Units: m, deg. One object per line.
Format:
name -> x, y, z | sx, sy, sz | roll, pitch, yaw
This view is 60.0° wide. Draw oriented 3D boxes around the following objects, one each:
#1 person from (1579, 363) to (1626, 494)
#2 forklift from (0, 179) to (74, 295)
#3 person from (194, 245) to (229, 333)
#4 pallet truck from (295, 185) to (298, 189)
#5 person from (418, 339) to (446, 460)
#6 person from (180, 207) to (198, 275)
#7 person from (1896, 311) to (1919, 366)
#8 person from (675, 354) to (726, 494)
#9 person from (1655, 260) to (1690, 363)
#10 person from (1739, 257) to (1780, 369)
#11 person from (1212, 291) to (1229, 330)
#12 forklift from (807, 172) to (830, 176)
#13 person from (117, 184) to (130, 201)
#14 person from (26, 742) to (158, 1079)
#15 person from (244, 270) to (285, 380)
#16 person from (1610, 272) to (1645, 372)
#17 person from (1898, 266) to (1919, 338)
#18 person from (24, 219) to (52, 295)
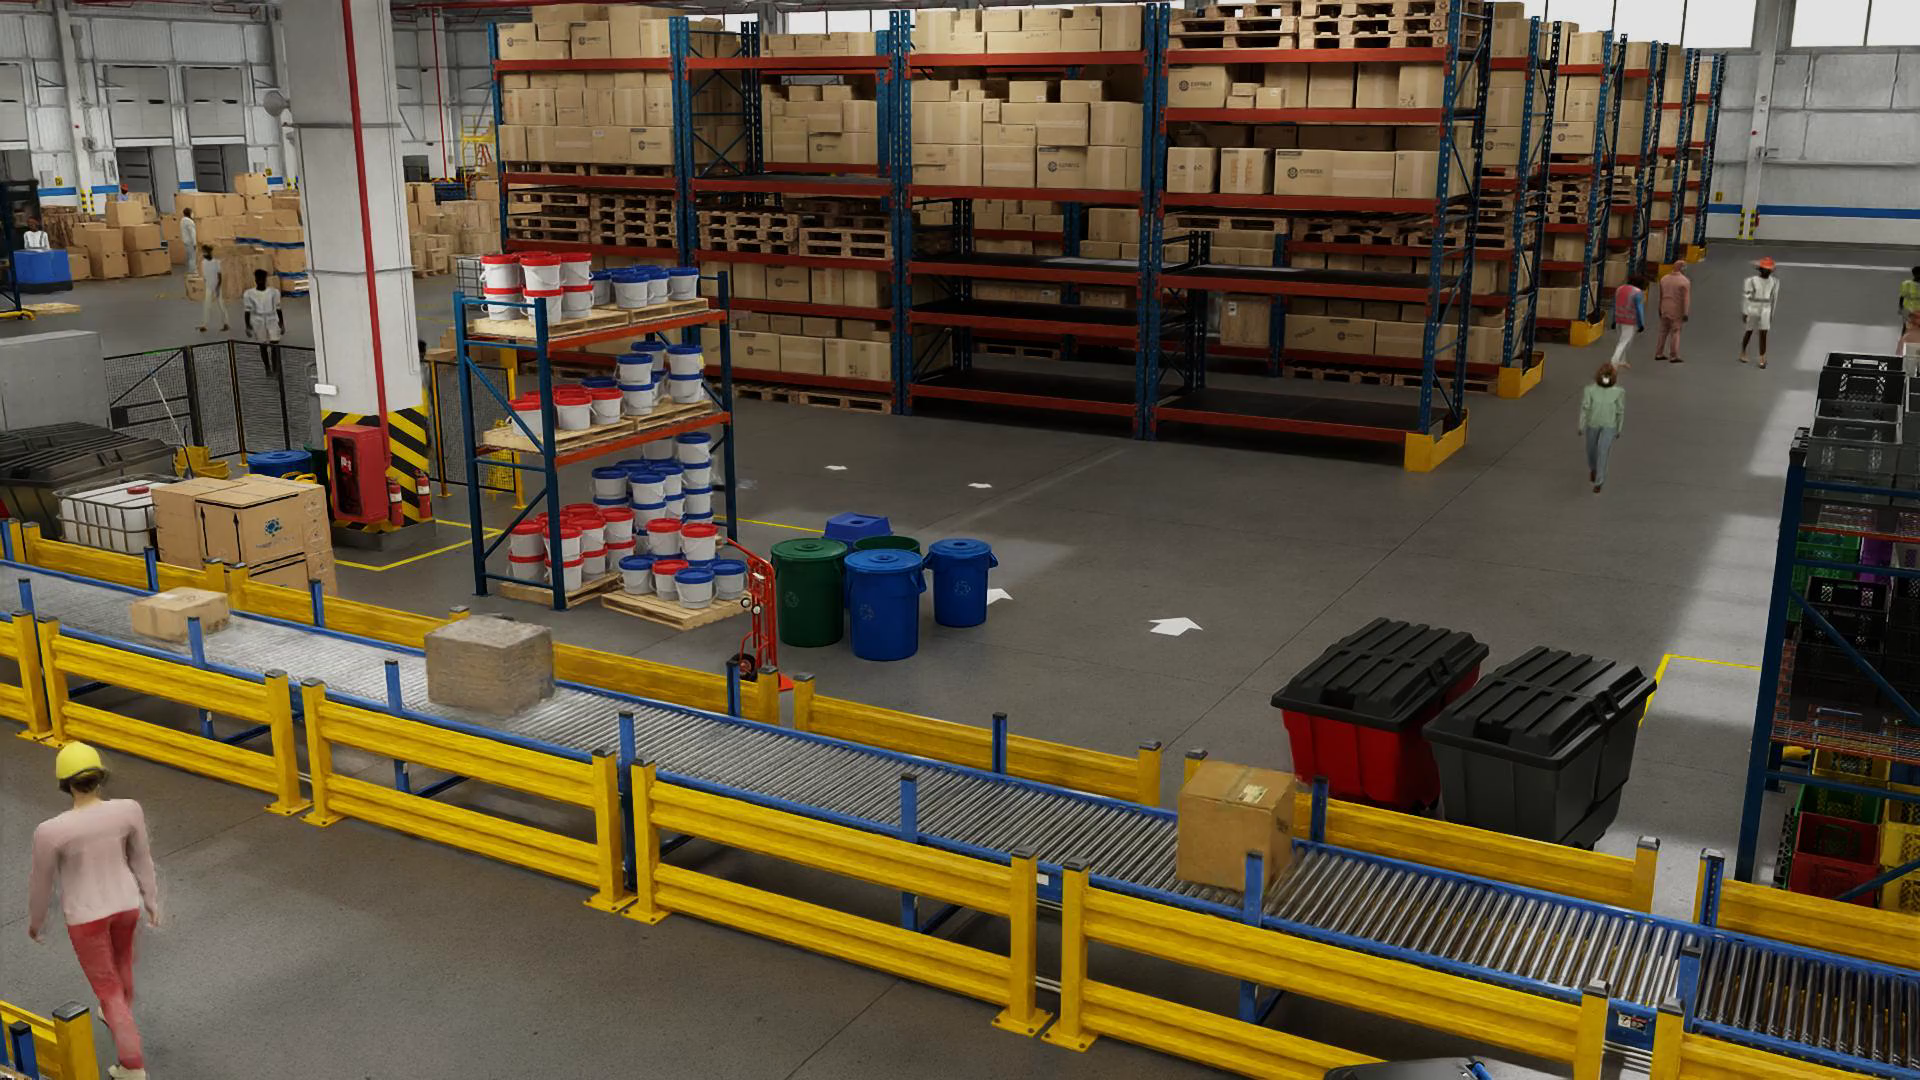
person -> 8.080, -1.438, 20.943 | 0.505, 1.610, 0.742 | 7, 17, 25
forklift -> -23.520, -7.647, 41.847 | 1.873, 2.768, 1.129 | 8, 17, 28
person -> -15.690, -5.243, 34.808 | 0.532, 1.825, 0.948 | 4, 15, 14
pallet truck -> -26.804, -14.617, 69.738 | 1.885, 1.965, 0.823 | -14, 20, -42
person -> -7.431, -1.926, 22.667 | 0.803, 1.664, 0.547 | 5, 16, 18
person -> -20.920, -8.062, 45.210 | 0.627, 1.941, 0.370 | 14, 20, 43
person -> 13.641, -2.386, 24.049 | 0.654, 1.842, 1.040 | -8, 17, -27
person -> -3.339, -1.473, 20.733 | 0.921, 1.792, 0.605 | 7, 17, 26
person -> 13.325, -4.270, 31.035 | 0.399, 1.901, 0.648 | -7, 16, -25
person -> 14.705, -4.208, 30.613 | 0.607, 2.003, 1.033 | 3, 15, 12
person -> 5.374, -4.908, 34.014 | 0.321, 1.597, 0.617 | -10, 18, -32
forklift -> -5.198, -12.865, 61.463 | 1.129, 2.768, 1.873 | 8, 17, 28
person -> -28.840, -11.335, 57.534 | 0.372, 1.930, 0.543 | 2, 15, 7
person -> -4.383, 1.846, 8.370 | 0.854, 1.731, 0.543 | 10, 18, 34
person -> -12.092, -3.731, 28.943 | 0.663, 1.918, 0.834 | -8, 17, -27
person -> 11.928, -3.909, 29.879 | 0.720, 1.798, 0.646 | -4, 15, -14
person -> 18.715, -4.566, 32.622 | 0.567, 1.651, 0.834 | 8, 17, 27
person -> -23.070, -7.074, 41.601 | 0.585, 1.882, 0.343 | -2, 15, -6
